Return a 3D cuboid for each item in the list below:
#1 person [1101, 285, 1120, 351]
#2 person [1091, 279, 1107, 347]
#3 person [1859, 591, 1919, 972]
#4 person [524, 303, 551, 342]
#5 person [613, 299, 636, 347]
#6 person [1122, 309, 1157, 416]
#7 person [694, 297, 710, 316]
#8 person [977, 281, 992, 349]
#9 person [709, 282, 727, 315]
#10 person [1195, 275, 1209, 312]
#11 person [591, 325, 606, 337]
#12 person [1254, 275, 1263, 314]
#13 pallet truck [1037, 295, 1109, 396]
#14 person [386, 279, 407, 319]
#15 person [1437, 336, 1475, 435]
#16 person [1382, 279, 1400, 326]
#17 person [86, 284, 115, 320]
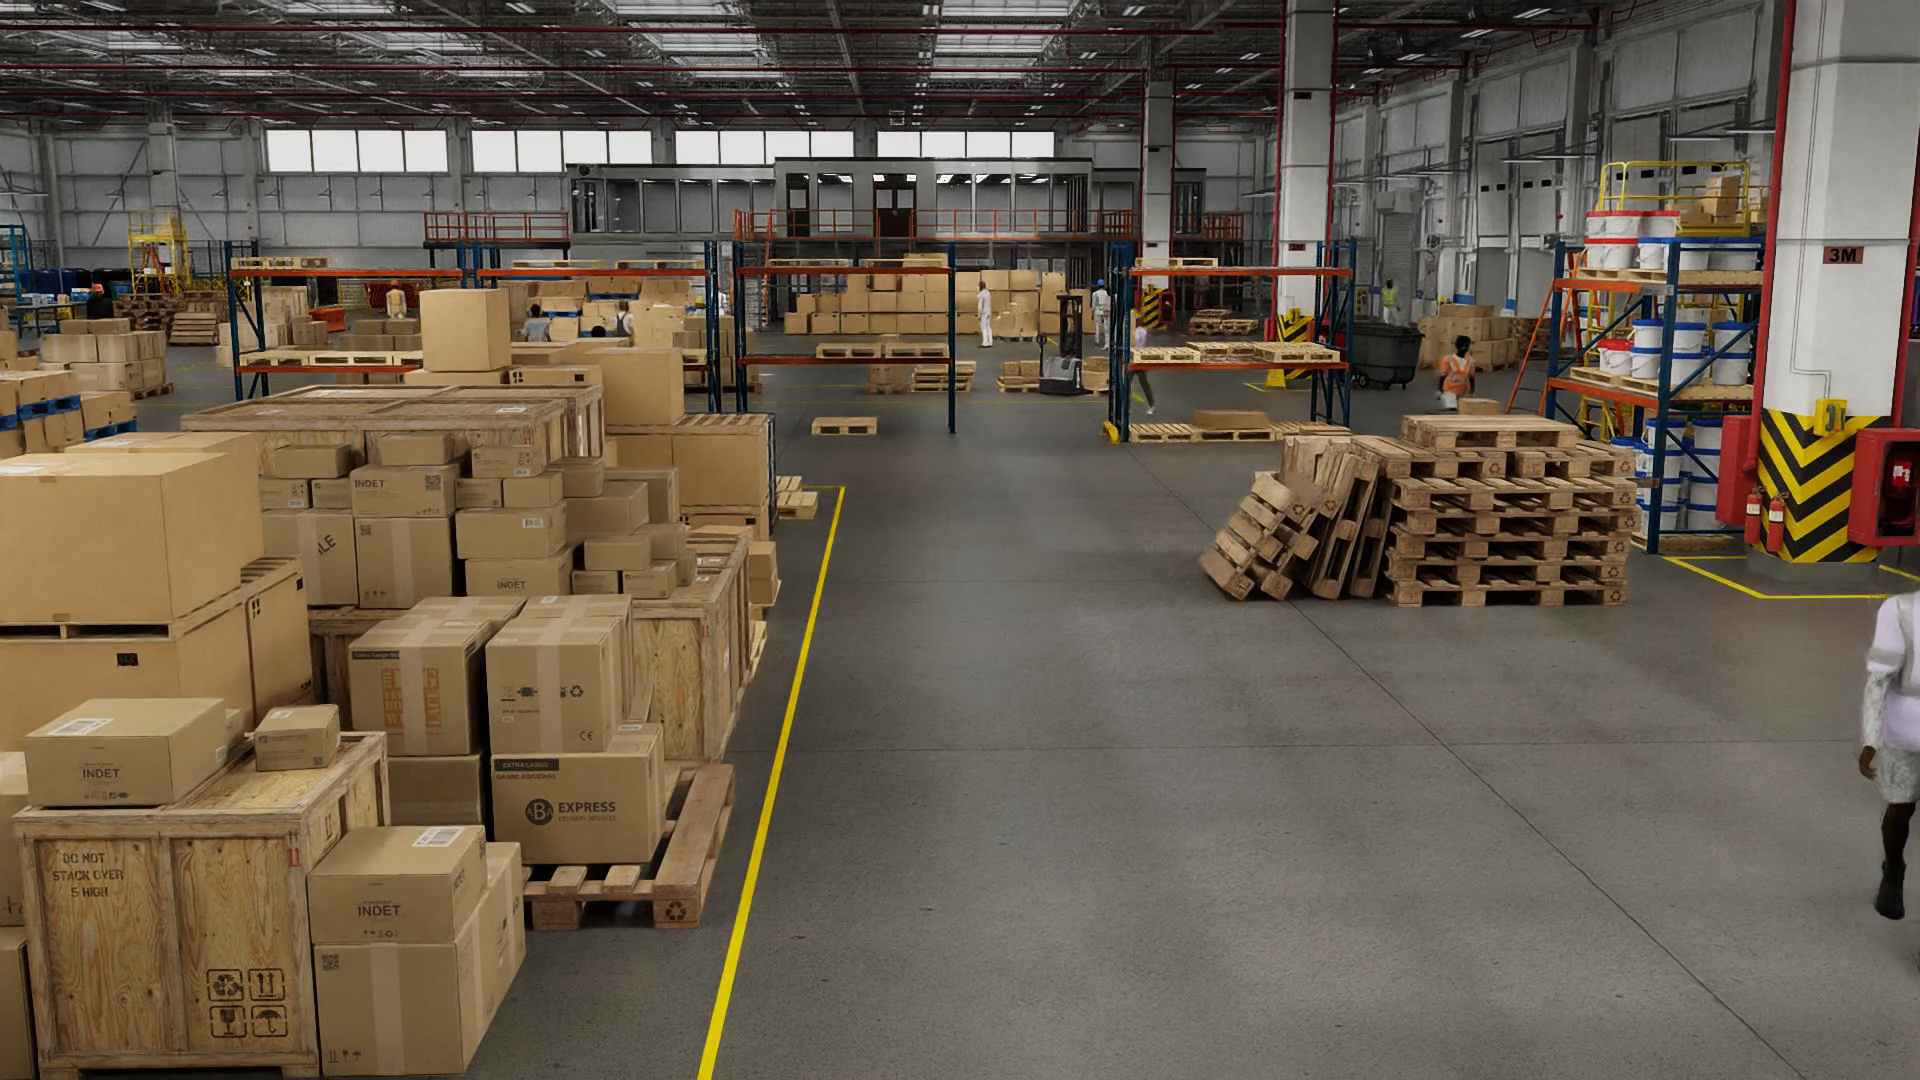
[{"bbox_3d":[4.174,-6.162,46.200,0.429,1.842,0.629,-7,12,-35],"label":"person"},{"bbox_3d":[4.088,-6.562,48.137,0.605,1.948,0.388,-3,11,-15],"label":"person"},{"bbox_3d":[4.176,0.834,7.135,0.563,1.891,1.018,5,11,26],"label":"person"},{"bbox_3d":[-8.161,-3.655,32.209,0.548,1.852,0.388,-1,10,-7],"label":"person"},{"bbox_3d":[-7.023,-4.163,35.085,0.539,1.832,0.483,4,11,24],"label":"person"},{"bbox_3d":[3.104,-3.118,29.163,0.993,1.873,0.588,-10,14,-44],"label":"person"},{"bbox_3d":[-6.089,-4.843,39.130,0.296,1.745,0.485,7,12,34],"label":"person"},{"bbox_3d":[0.673,-6.415,47.402,0.389,1.927,0.645,5,11,25],"label":"person"},{"bbox_3d":[-6.818,-6.297,46.688,0.542,1.938,0.358,-2,10,-9],"label":"person"},{"bbox_3d":[10.374,-10.751,71.379,0.615,1.984,0.408,2,10,13],"label":"person"},{"bbox_3d":[-4.887,-1.943,22.529,0.593,1.908,0.395,-1,10,-4],"label":"person"},{"bbox_3d":[12.412,-10.297,69.000,0.384,1.925,0.593,-2,10,-13],"label":"person"},{"bbox_3d":[2.483,-3.881,33.060,1.885,1.965,0.823,-7,13,-36],"label":"pallet truck"},{"bbox_3d":[-16.895,-6.864,49.871,0.571,1.925,0.557,-2,10,-12],"label":"person"},{"bbox_3d":[7.324,-2.164,24.416,0.542,1.647,0.859,-3,11,-14],"label":"person"},{"bbox_3d":[14.343,-7.773,55.318,0.637,1.805,0.925,6,12,30],"label":"person"},{"bbox_3d":[-21.331,-5.361,41.313,0.622,1.992,0.396,-6,12,-30],"label":"person"}]
